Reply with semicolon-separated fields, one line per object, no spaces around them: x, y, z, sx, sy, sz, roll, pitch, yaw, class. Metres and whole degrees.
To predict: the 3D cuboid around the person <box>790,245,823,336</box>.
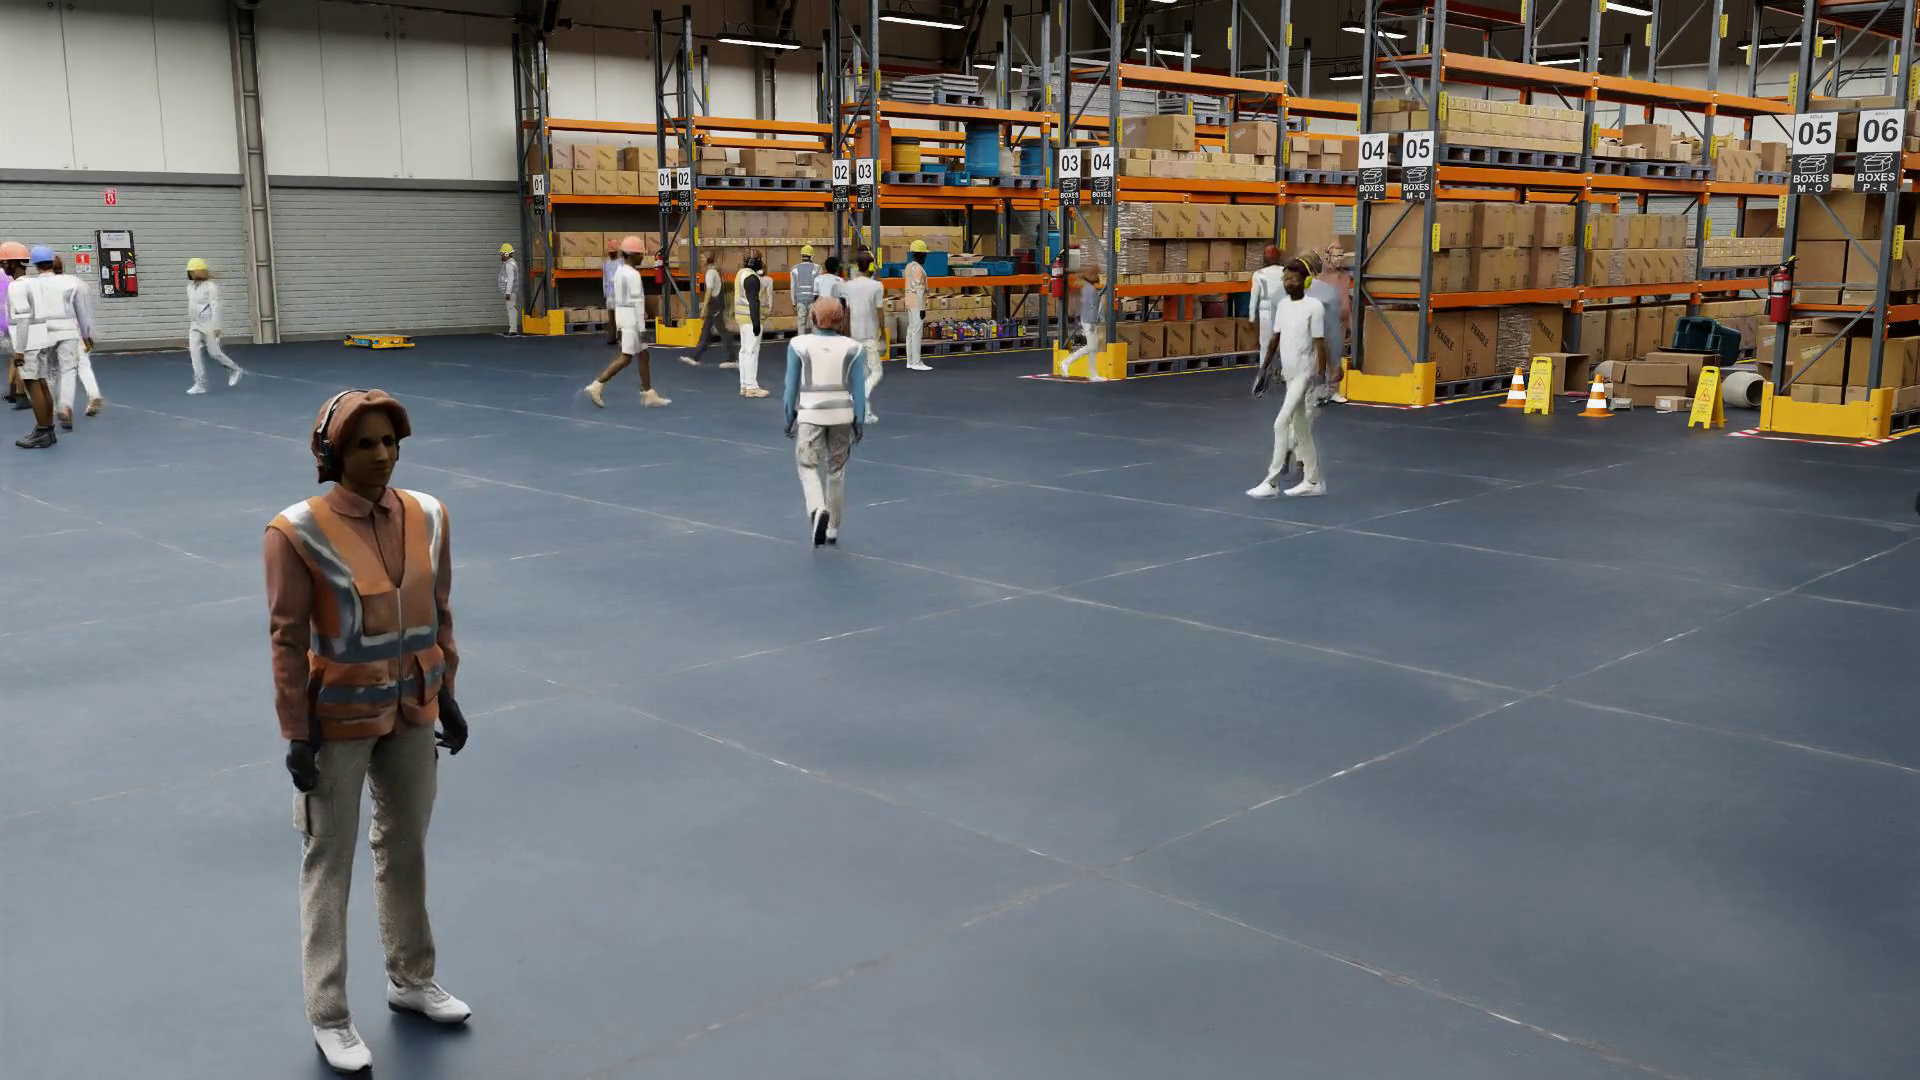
-2.548;-4.032;27.975;0.586;1.835;0.403;2;11;9;person

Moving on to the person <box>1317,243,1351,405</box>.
4.447;-2.580;19.880;0.640;1.902;0.403;-8;13;-36;person

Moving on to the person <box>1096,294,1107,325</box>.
3.016;-5.475;35.702;0.642;1.903;0.982;7;12;33;person

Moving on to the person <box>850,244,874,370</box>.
-1.429;-3.509;25.049;0.507;1.865;0.329;9;14;41;person

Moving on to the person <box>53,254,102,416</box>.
-9.862;-2.256;18.372;0.877;1.810;0.633;7;13;35;person

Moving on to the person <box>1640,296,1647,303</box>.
15.797;-5.999;38.697;0.589;1.837;0.404;-4;11;-20;person

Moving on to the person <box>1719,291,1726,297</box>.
15.219;-4.988;33.497;0.904;1.714;0.540;10;14;42;person

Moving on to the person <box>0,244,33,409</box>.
-10.959;-2.493;19.352;0.564;1.917;0.435;2;11;11;person

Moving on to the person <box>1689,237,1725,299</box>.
13.279;-4.391;29.547;0.630;1.972;0.622;9;14;40;person

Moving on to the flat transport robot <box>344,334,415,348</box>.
-10.478;-3.596;29.983;0.652;0.197;1.431;-10;14;-44;flat transport robot

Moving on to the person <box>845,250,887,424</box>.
-1.031;-2.140;17.656;0.507;1.849;0.589;6;12;29;person

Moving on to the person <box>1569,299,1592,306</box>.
11.644;-4.728;31.193;0.607;2.048;0.366;9;14;41;person

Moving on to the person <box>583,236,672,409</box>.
-3.895;-2.517;19.287;0.995;2.006;0.614;-5;12;-26;person

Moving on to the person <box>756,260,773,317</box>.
-3.388;-3.863;27.678;0.528;1.601;0.557;-3;11;-16;person

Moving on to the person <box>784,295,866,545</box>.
-0.859;-0.762;10.714;0.527;1.620;0.618;-2;11;-12;person

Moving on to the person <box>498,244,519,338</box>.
-8.914;-4.925;32.851;0.403;1.833;0.591;-2;11;-11;person

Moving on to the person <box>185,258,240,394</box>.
-9.657;-2.768;21.395;0.497;1.718;0.691;4;11;21;person

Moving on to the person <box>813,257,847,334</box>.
-1.999;-3.497;25.510;0.579;1.672;0.377;6;12;31;person

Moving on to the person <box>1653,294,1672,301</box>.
15.602;-5.719;36.728;0.535;2.000;0.684;-2;11;-11;person

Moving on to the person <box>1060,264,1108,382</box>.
1.716;-2.972;22.810;0.604;1.612;0.506;-1;10;-3;person

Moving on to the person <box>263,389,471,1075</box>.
-1.440;0.447;4.082;0.315;1.641;0.514;7;13;34;person

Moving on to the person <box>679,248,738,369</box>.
-3.802;-3.484;25.091;0.951;1.792;0.529;-1;10;-4;person

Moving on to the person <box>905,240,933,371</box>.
-0.635;-3.494;24.792;0.367;1.927;0.584;-4;11;-19;person

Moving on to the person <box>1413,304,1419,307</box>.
6.689;-3.261;23.550;0.595;1.915;0.371;9;14;41;person

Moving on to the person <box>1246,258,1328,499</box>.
2.466;-1.222;12.679;0.841;1.824;0.584;-3;11;-17;person

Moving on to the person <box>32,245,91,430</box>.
-9.435;-2.116;17.367;0.623;1.907;0.966;-4;11;-22;person

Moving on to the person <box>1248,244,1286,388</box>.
4.122;-2.948;21.940;0.623;1.879;0.400;0;10;-2;person

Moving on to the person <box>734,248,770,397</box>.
-2.598;-2.725;20.832;0.428;1.842;0.631;-4;11;-19;person

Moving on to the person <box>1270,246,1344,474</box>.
2.842;-1.491;13.925;0.635;1.913;0.834;10;14;43;person

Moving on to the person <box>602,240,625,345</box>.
-6.335;-4.572;30.703;0.560;1.916;0.548;4;11;20;person

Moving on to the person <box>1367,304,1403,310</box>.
6.542;-3.676;25.819;0.641;1.909;0.568;7;13;35;person

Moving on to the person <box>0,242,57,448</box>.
-8.901;-1.857;15.836;0.379;1.937;0.547;-2;11;-11;person
